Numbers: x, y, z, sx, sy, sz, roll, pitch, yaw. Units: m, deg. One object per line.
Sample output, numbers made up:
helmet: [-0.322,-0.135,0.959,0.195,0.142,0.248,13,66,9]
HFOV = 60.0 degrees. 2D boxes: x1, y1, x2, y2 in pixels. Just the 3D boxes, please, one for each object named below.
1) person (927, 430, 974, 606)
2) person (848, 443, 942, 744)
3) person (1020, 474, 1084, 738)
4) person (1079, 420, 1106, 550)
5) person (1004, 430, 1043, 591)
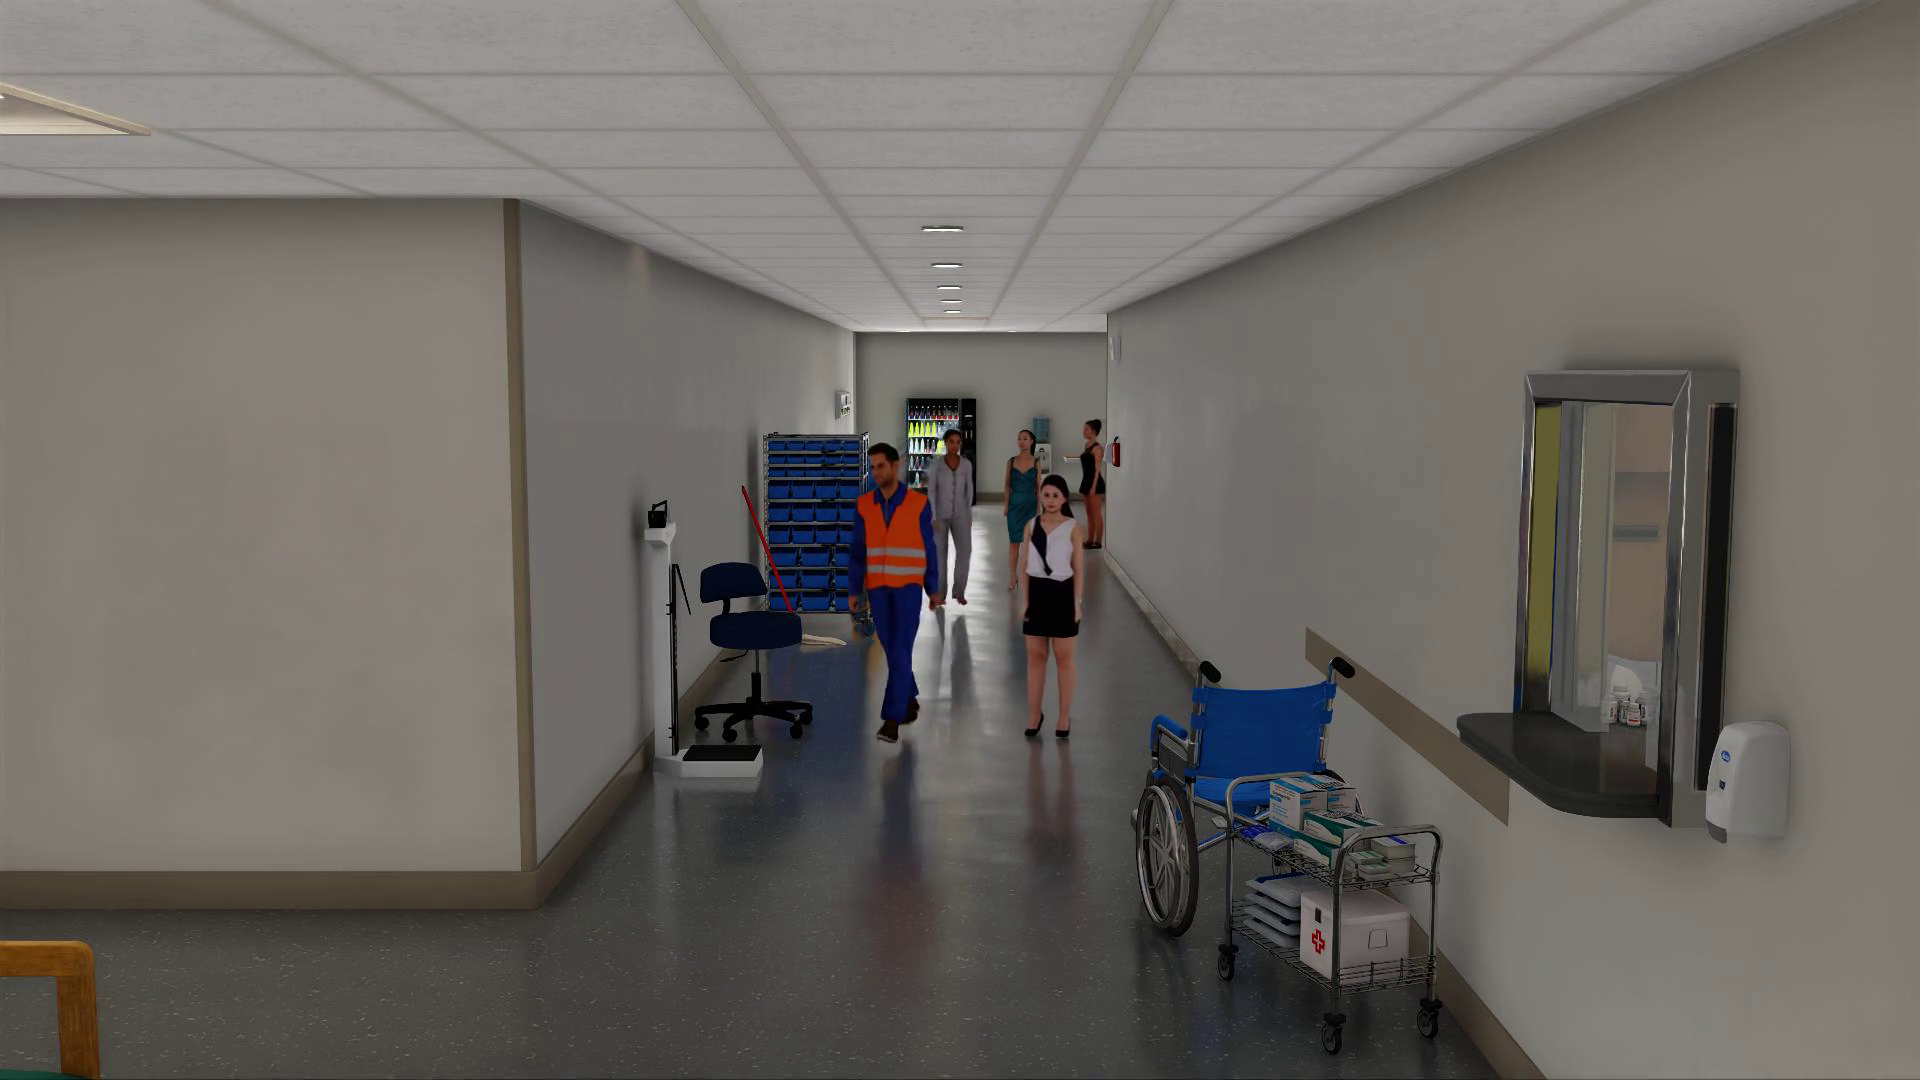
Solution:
person: [-0.126,-0.219,16.348,0.696,1.713,0.746,-1,6,-7]
person: [-0.395,0.336,10.362,1.254,1.806,0.947,1,6,10]
person: [0.583,0.411,10.411,0.532,1.648,0.662,2,6,17]
person: [1.719,-0.722,21.550,0.639,1.672,0.633,-2,6,-15]
person: [0.667,-0.313,17.425,0.489,1.685,0.653,1,6,12]
